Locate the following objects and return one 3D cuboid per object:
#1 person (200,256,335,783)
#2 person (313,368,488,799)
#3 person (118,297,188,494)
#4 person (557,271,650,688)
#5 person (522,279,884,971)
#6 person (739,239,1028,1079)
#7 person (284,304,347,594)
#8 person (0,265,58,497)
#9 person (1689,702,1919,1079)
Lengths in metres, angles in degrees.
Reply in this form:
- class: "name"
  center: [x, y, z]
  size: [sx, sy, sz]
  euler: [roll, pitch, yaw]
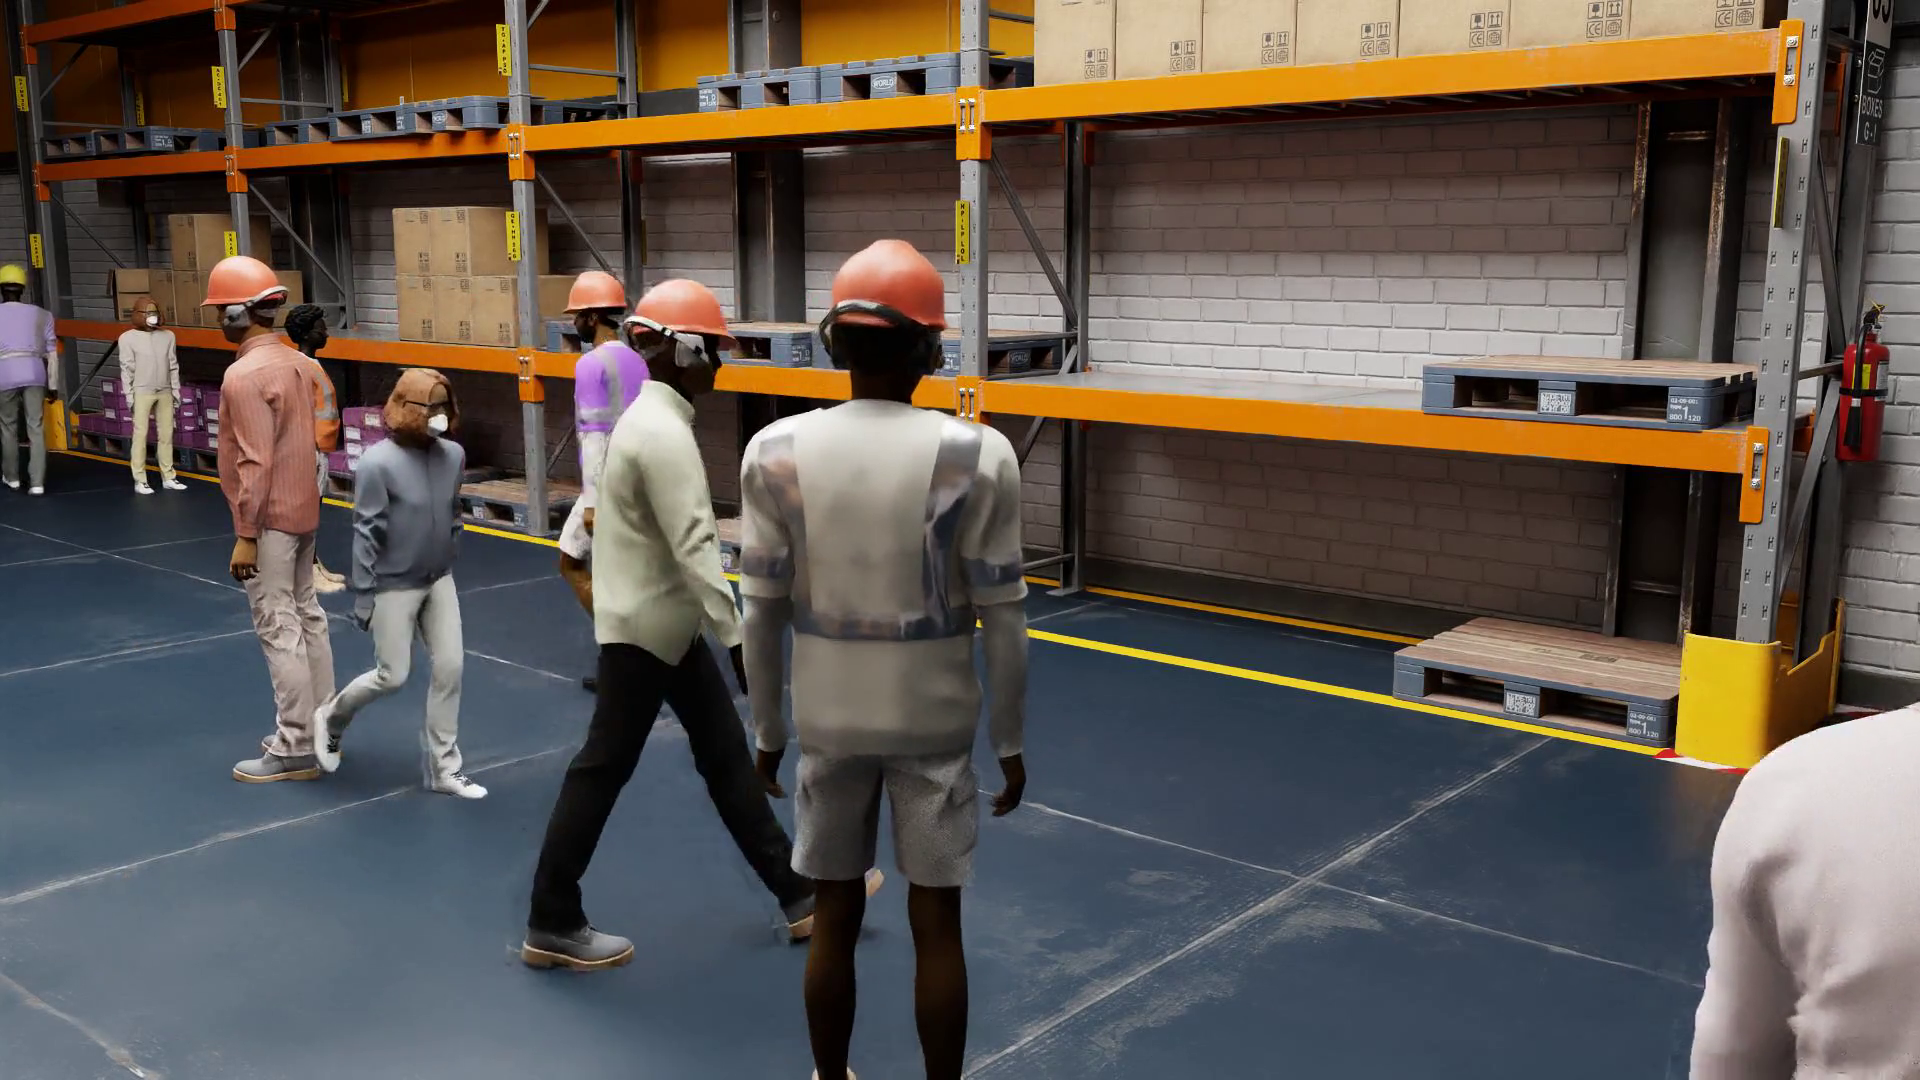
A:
- class: "person"
  center: [-2.640, -0.076, 6.349]
  size: [0.396, 1.990, 0.622]
  euler: [0, 10, -2]
- class: "person"
  center: [-2.079, 0.159, 6.116]
  size: [0.622, 1.607, 0.511]
  euler: [5, 11, 28]
- class: "person"
  center: [-6.689, -1.195, 13.777]
  size: [0.284, 1.626, 0.495]
  euler: [6, 12, 31]
- class: "person"
  center: [-1.596, -0.249, 7.548]
  size: [0.483, 1.915, 0.576]
  euler: [3, 11, 19]
- class: "person"
  center: [-0.760, 0.246, 4.672]
  size: [1.065, 1.917, 0.632]
  euler: [-1, 10, -6]
- class: "person"
  center: [-0.154, 0.382, 3.613]
  size: [0.615, 2.040, 0.394]
  euler: [2, 10, 11]
- class: "person"
  center: [-3.810, -0.533, 9.792]
  size: [0.321, 1.697, 0.530]
  euler: [-3, 10, -17]
- class: "person"
  center: [-7.750, -1.309, 13.699]
  size: [0.597, 1.870, 0.966]
  euler: [-8, 12, -37]
- class: "person"
  center: [1.038, 0.822, 1.660]
  size: [0.666, 1.853, 1.019]
  euler: [9, 13, 40]
